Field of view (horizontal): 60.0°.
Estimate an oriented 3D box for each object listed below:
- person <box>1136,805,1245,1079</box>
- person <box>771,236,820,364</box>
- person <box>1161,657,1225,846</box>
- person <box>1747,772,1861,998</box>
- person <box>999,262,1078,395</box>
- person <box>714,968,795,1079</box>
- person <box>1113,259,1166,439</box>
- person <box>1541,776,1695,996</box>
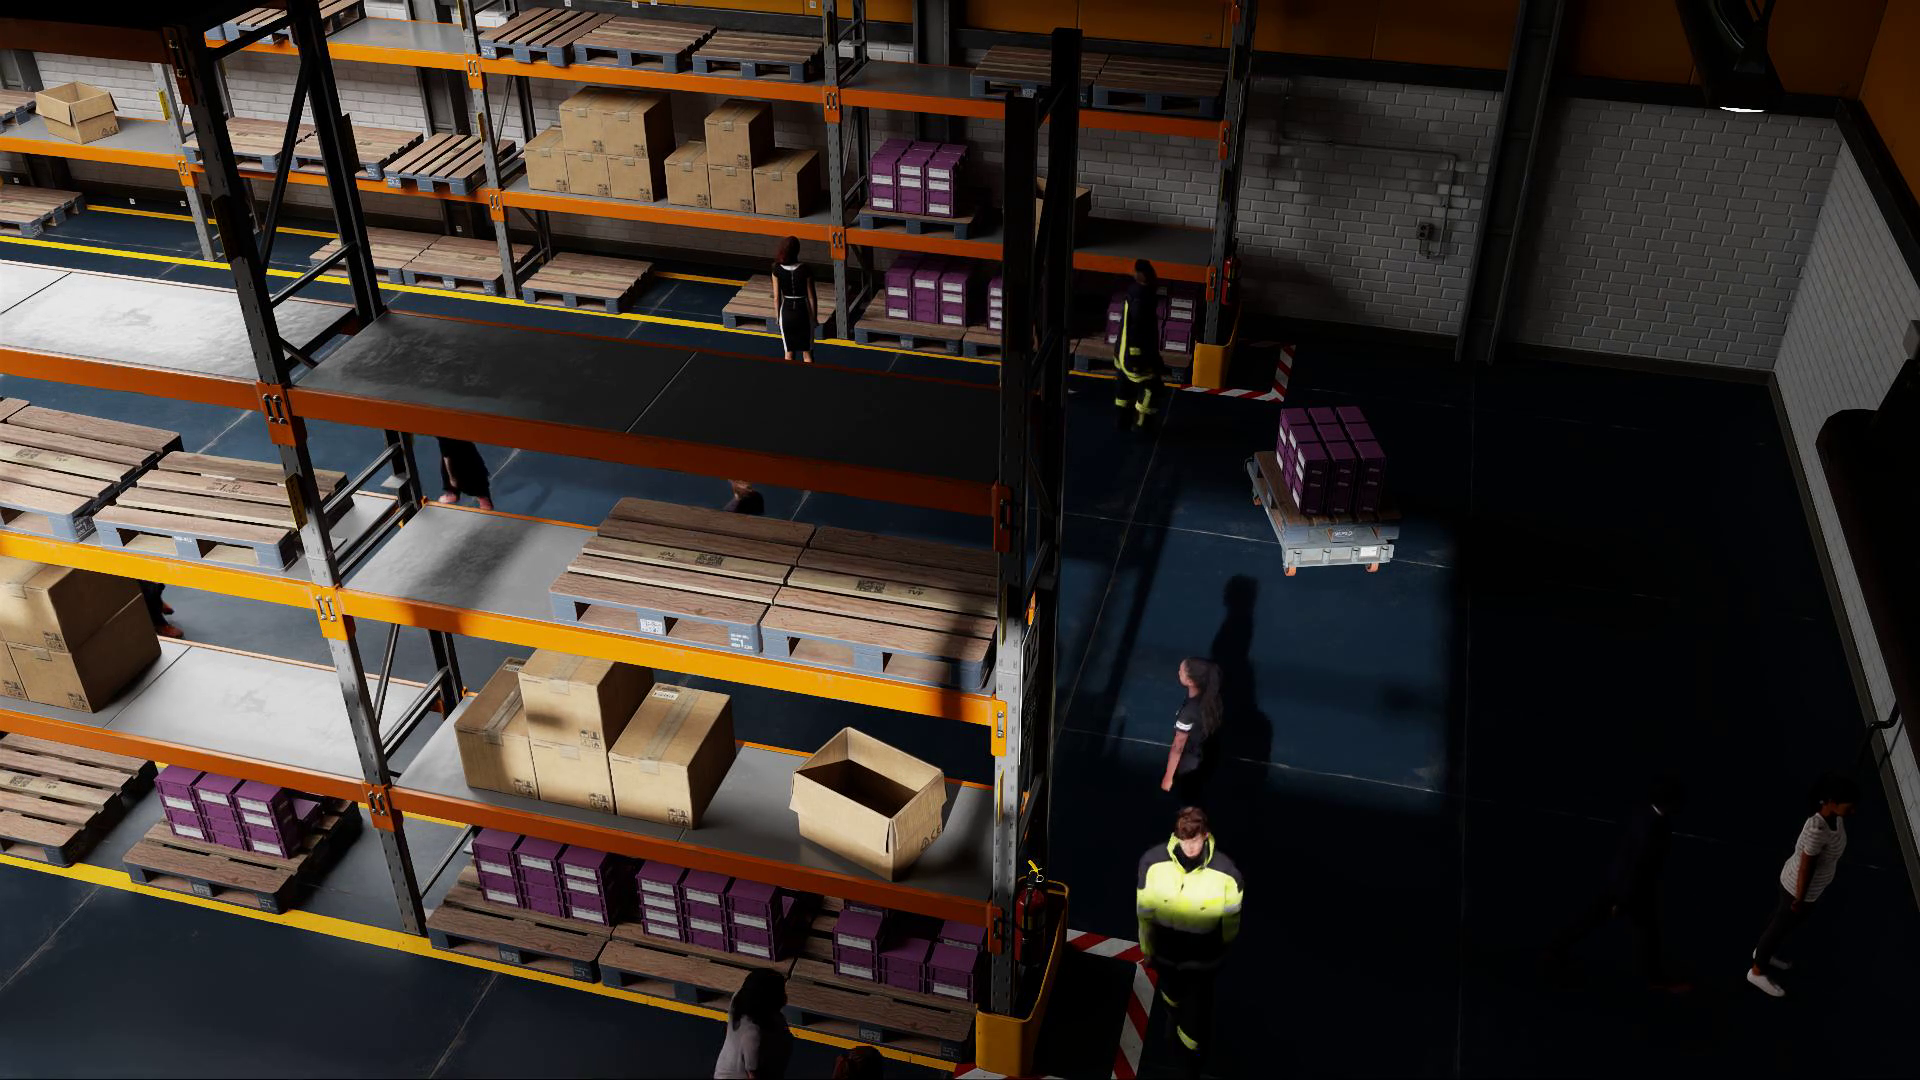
[{"bbox_3d":[1.336,2.221,9.811,0.827,1.957,0.810,8,34,12],"label":"person"},{"bbox_3d":[-1.627,-2.181,16.580,0.484,1.796,0.677,2,34,3],"label":"person"},{"bbox_3d":[1.649,1.518,11.085,0.684,1.718,0.691,16,37,23],"label":"person"},{"bbox_3d":[5.202,2.101,10.276,0.631,1.643,0.637,22,39,29],"label":"person"},{"bbox_3d":[0.664,-2.108,16.725,1.045,1.512,0.616,11,35,16],"label":"person"},{"bbox_3d":[-1.241,2.947,9.076,1.175,1.562,0.944,-5,34,-8],"label":"person"},{"bbox_3d":[1.640,-1.849,16.031,0.835,1.850,0.864,0,34,-1],"label":"person"},{"bbox_3d":[4.030,2.106,10.243,1.116,1.671,0.657,9,35,13],"label":"person"}]
